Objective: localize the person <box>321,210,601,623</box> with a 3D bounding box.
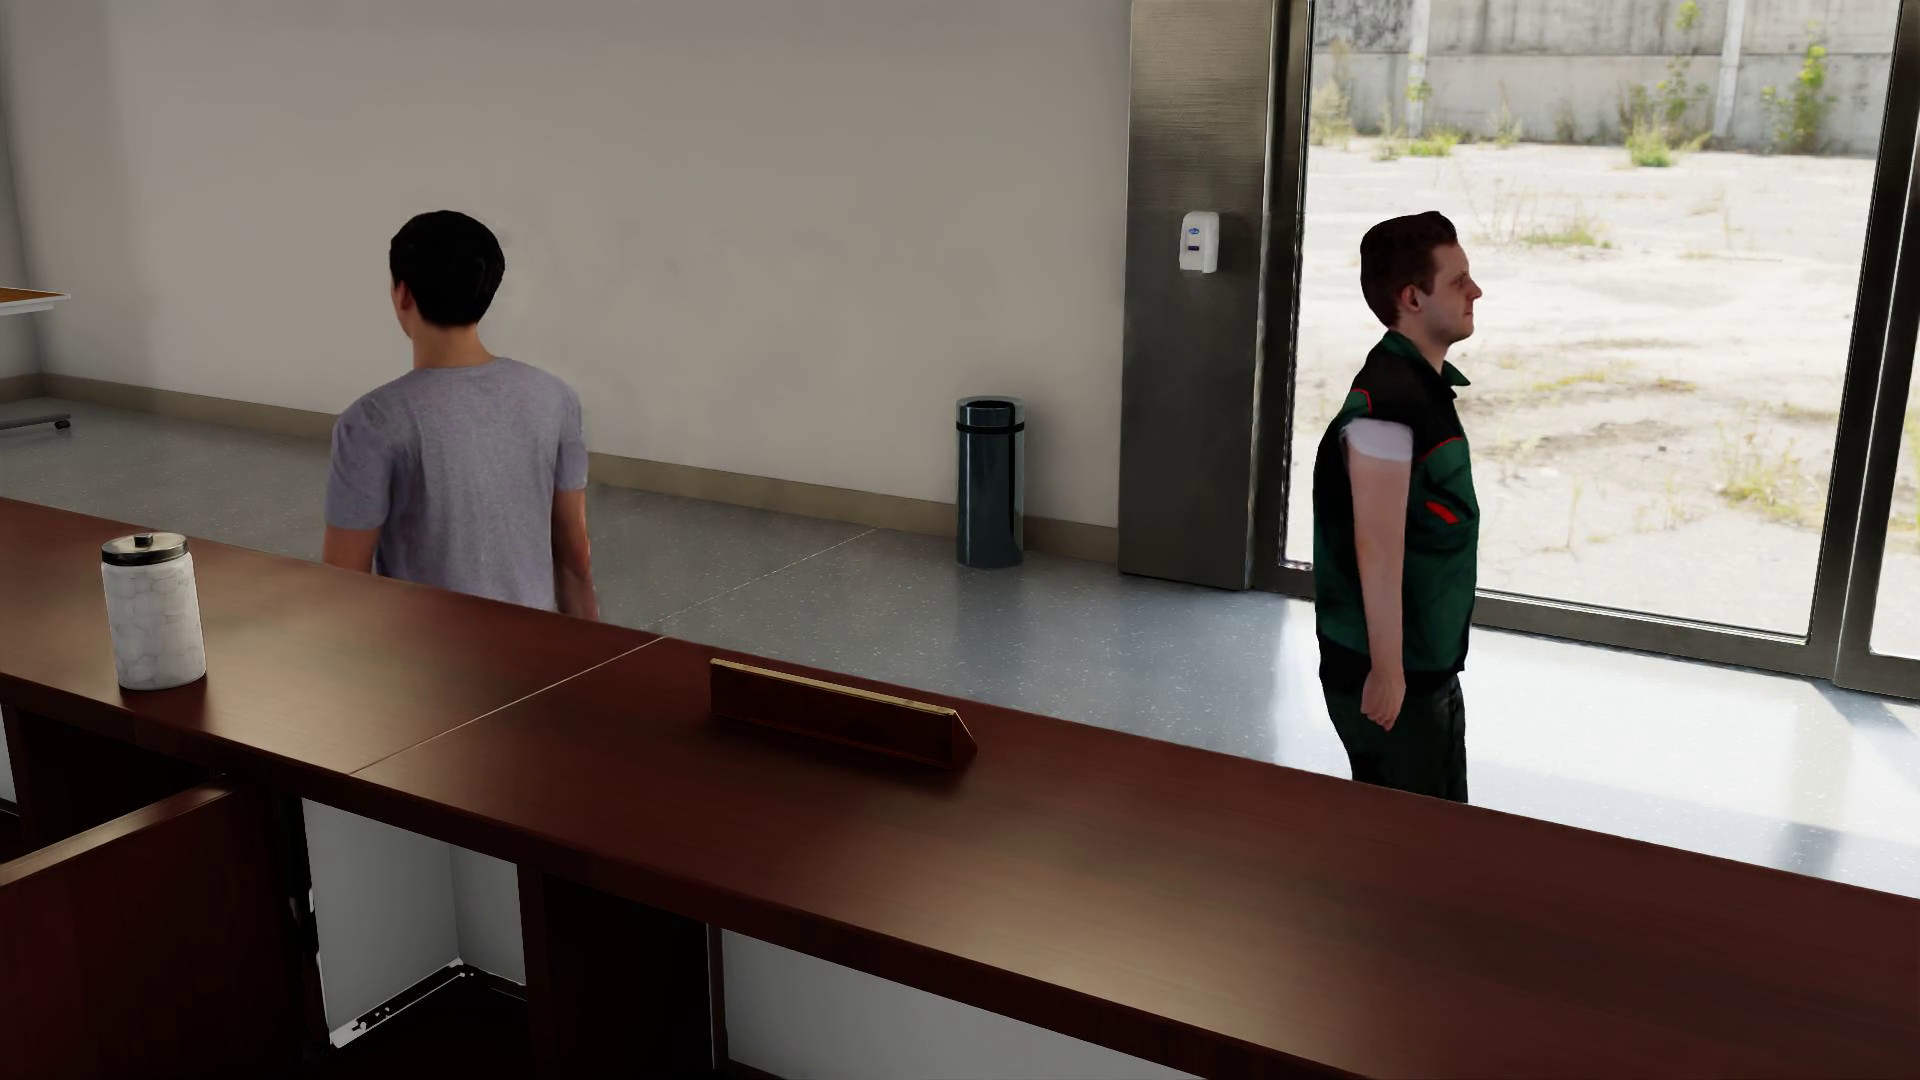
[{"bbox_3d":[-0.862,0.348,3.165,0.816,1.817,1.118,10,19,33],"label":"person"}]
